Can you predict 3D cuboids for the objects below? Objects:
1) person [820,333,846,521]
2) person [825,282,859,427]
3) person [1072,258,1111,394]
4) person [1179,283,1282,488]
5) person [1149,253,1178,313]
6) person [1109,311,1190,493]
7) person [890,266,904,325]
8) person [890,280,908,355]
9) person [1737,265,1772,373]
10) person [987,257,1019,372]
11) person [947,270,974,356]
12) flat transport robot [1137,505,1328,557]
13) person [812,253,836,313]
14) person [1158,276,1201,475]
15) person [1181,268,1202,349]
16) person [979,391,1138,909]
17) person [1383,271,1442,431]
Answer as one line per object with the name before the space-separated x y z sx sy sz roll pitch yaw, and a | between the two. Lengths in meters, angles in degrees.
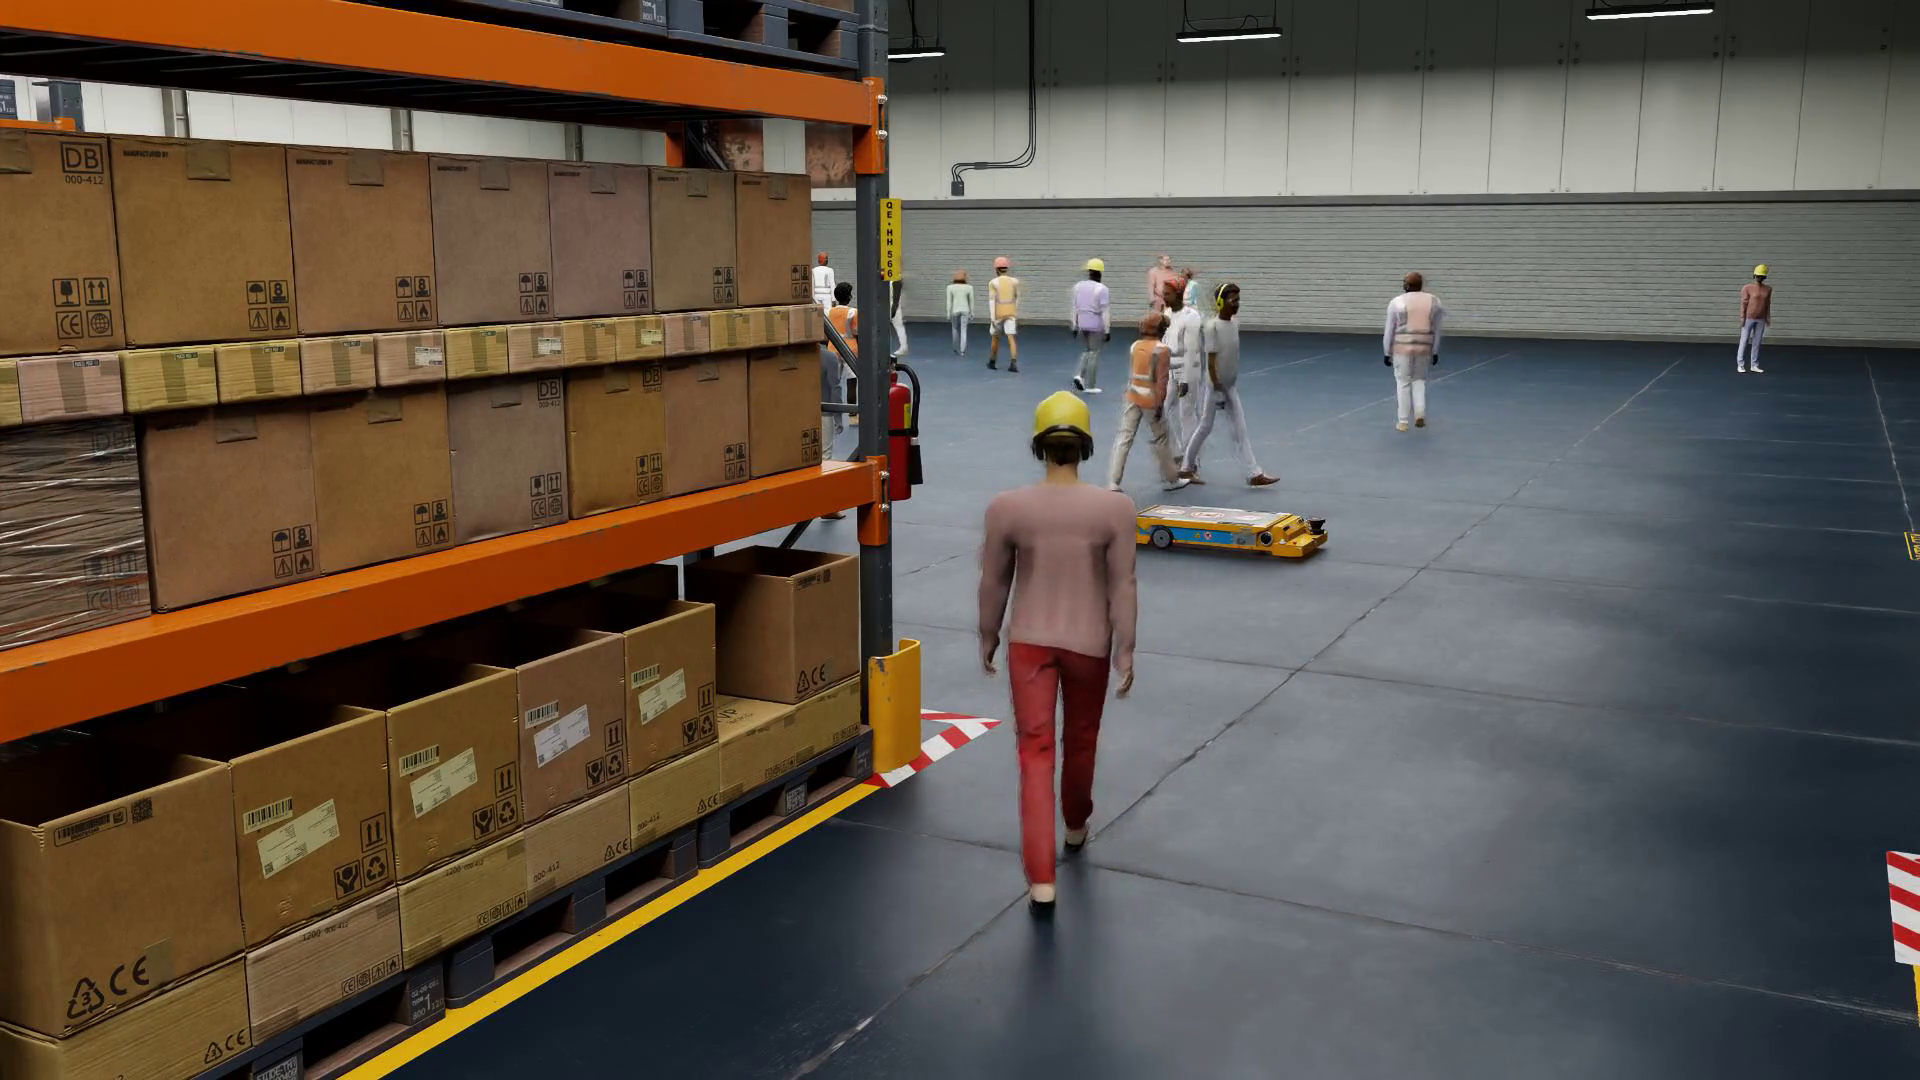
person | -1.140 -0.963 13.097 0.500 1.636 0.285 5 12 26
person | -1.358 -2.174 19.539 0.535 1.697 0.318 5 12 26
person | 1.881 -3.027 23.591 0.625 1.910 0.418 10 14 42
person | 2.367 -1.363 14.778 0.522 1.817 0.982 -10 14 -43
person | 4.197 -4.995 34.420 0.643 1.884 0.808 -1 10 -6
person | 1.618 -1.177 14.402 0.898 1.582 0.524 -8 13 -39
person | -1.615 -6.263 41.364 0.489 1.867 0.679 -4 11 -21
person | -1.342 -4.306 30.911 0.974 1.785 0.646 -8 13 -38
person | 13.015 -3.611 27.210 0.523 1.760 0.327 -1 10 -7
person | 0.724 -3.732 27.544 0.549 1.891 1.011 -3 11 -16
person | 0.006 -4.249 31.152 0.521 1.583 0.873 -1 10 -5
flat transport robot | 1.871 -0.084 12.032 1.431 0.197 0.652 5 12 27
person | -2.803 -4.964 34.244 0.576 1.882 0.355 5 12 26
person | 2.035 -1.519 15.512 0.469 1.865 0.616 -5 12 -27
person | 4.397 -4.491 32.454 0.855 1.595 0.516 -7 13 -35
person | 0.334 0.346 5.737 0.543 1.713 0.931 1 10 5
person | 5.174 -2.162 19.099 0.651 1.832 0.447 -1 10 -4
